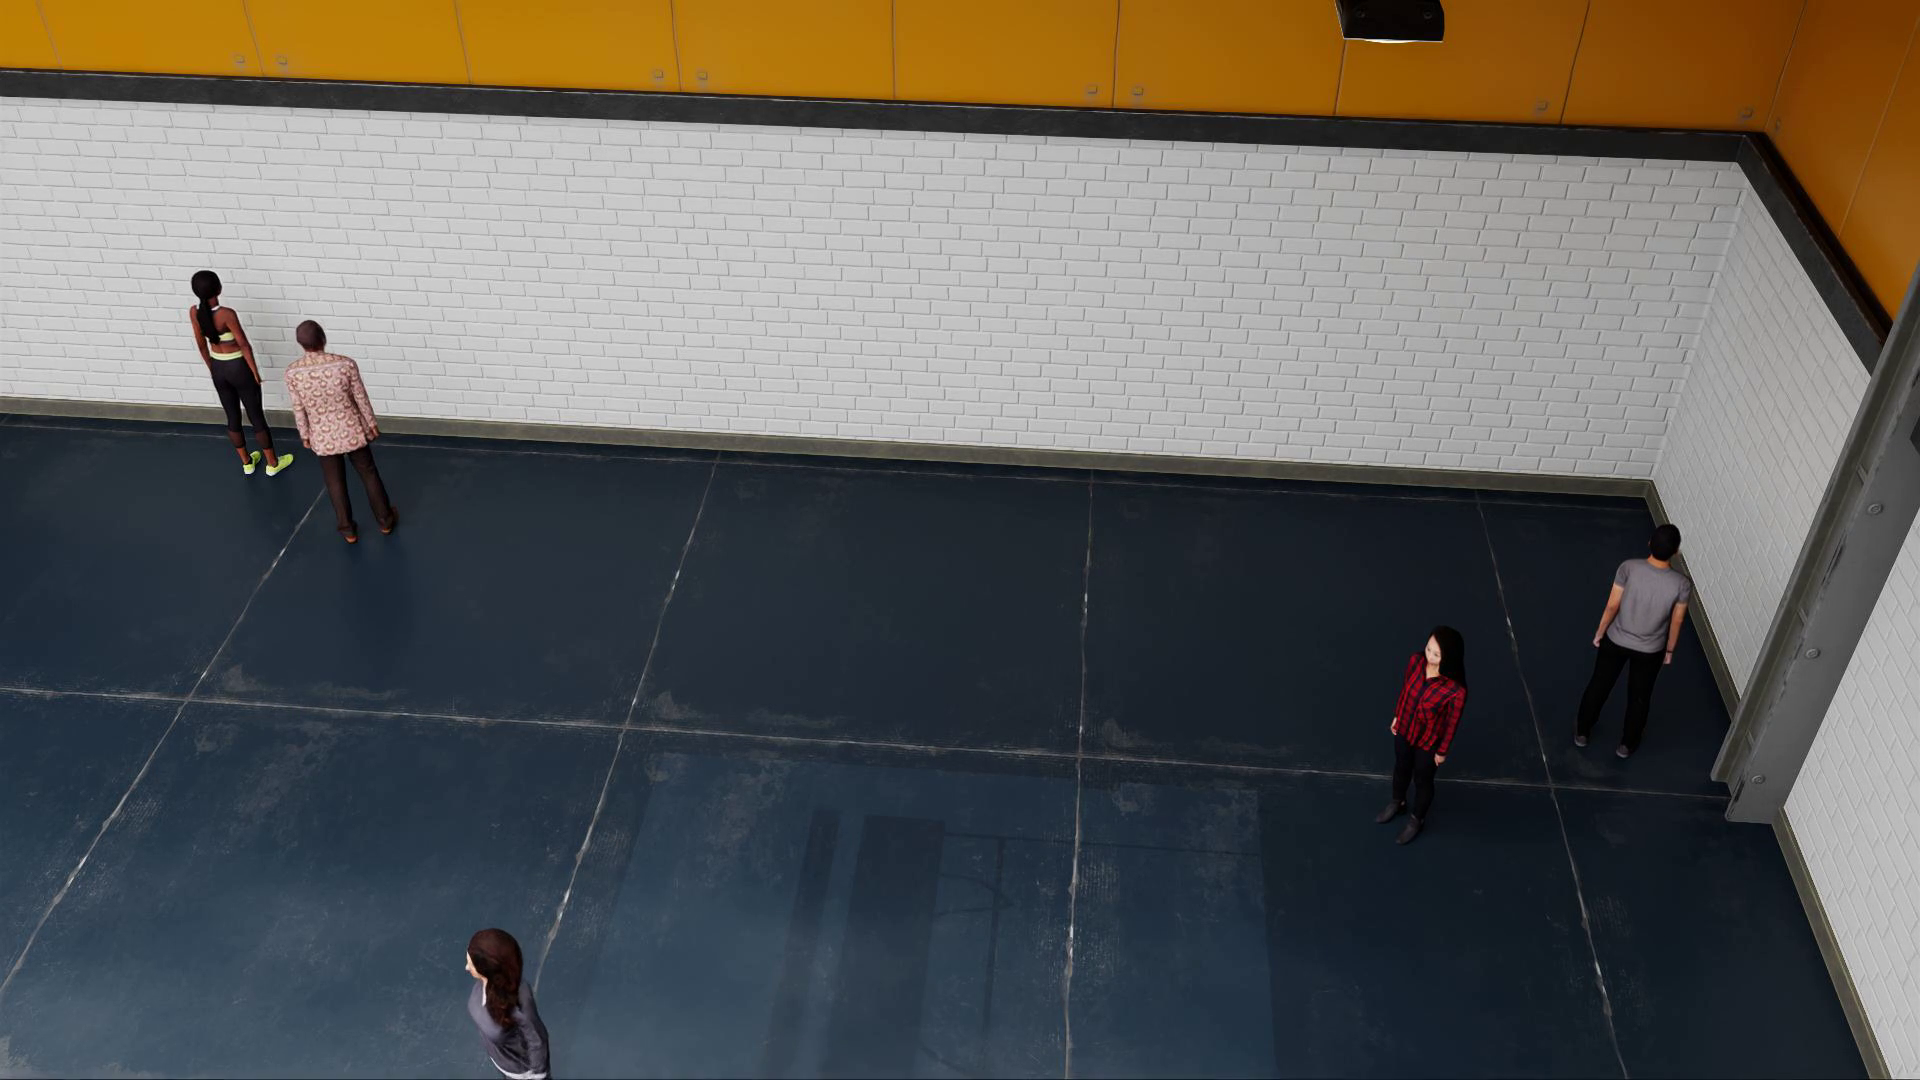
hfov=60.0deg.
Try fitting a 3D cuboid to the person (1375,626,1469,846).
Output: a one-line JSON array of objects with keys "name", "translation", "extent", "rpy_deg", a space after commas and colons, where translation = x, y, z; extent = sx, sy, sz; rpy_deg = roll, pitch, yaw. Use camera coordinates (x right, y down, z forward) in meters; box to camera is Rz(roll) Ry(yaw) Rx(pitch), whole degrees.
[{"name": "person", "translation": [2.742, 1.122, 9.810], "extent": [0.717, 1.652, 0.633], "rpy_deg": [-22, 44, -25]}]

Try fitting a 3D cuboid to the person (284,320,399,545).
[{"name": "person", "translation": [-4.510, -0.780, 12.066], "extent": [0.773, 1.807, 0.741], "rpy_deg": [-12, 40, -15]}]

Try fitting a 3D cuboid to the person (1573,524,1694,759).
[{"name": "person", "translation": [4.201, 0.622, 10.353], "extent": [0.686, 1.754, 0.649], "rpy_deg": [16, 41, 19]}]

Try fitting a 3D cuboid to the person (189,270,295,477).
[{"name": "person", "translation": [-5.563, -1.265, 12.716], "extent": [0.576, 1.754, 0.519], "rpy_deg": [6, 39, 8]}]

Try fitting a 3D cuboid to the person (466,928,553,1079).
[{"name": "person", "translation": [-2.125, 2.467, 8.031], "extent": [0.727, 1.768, 0.682], "rpy_deg": [-31, 48, -32]}]
